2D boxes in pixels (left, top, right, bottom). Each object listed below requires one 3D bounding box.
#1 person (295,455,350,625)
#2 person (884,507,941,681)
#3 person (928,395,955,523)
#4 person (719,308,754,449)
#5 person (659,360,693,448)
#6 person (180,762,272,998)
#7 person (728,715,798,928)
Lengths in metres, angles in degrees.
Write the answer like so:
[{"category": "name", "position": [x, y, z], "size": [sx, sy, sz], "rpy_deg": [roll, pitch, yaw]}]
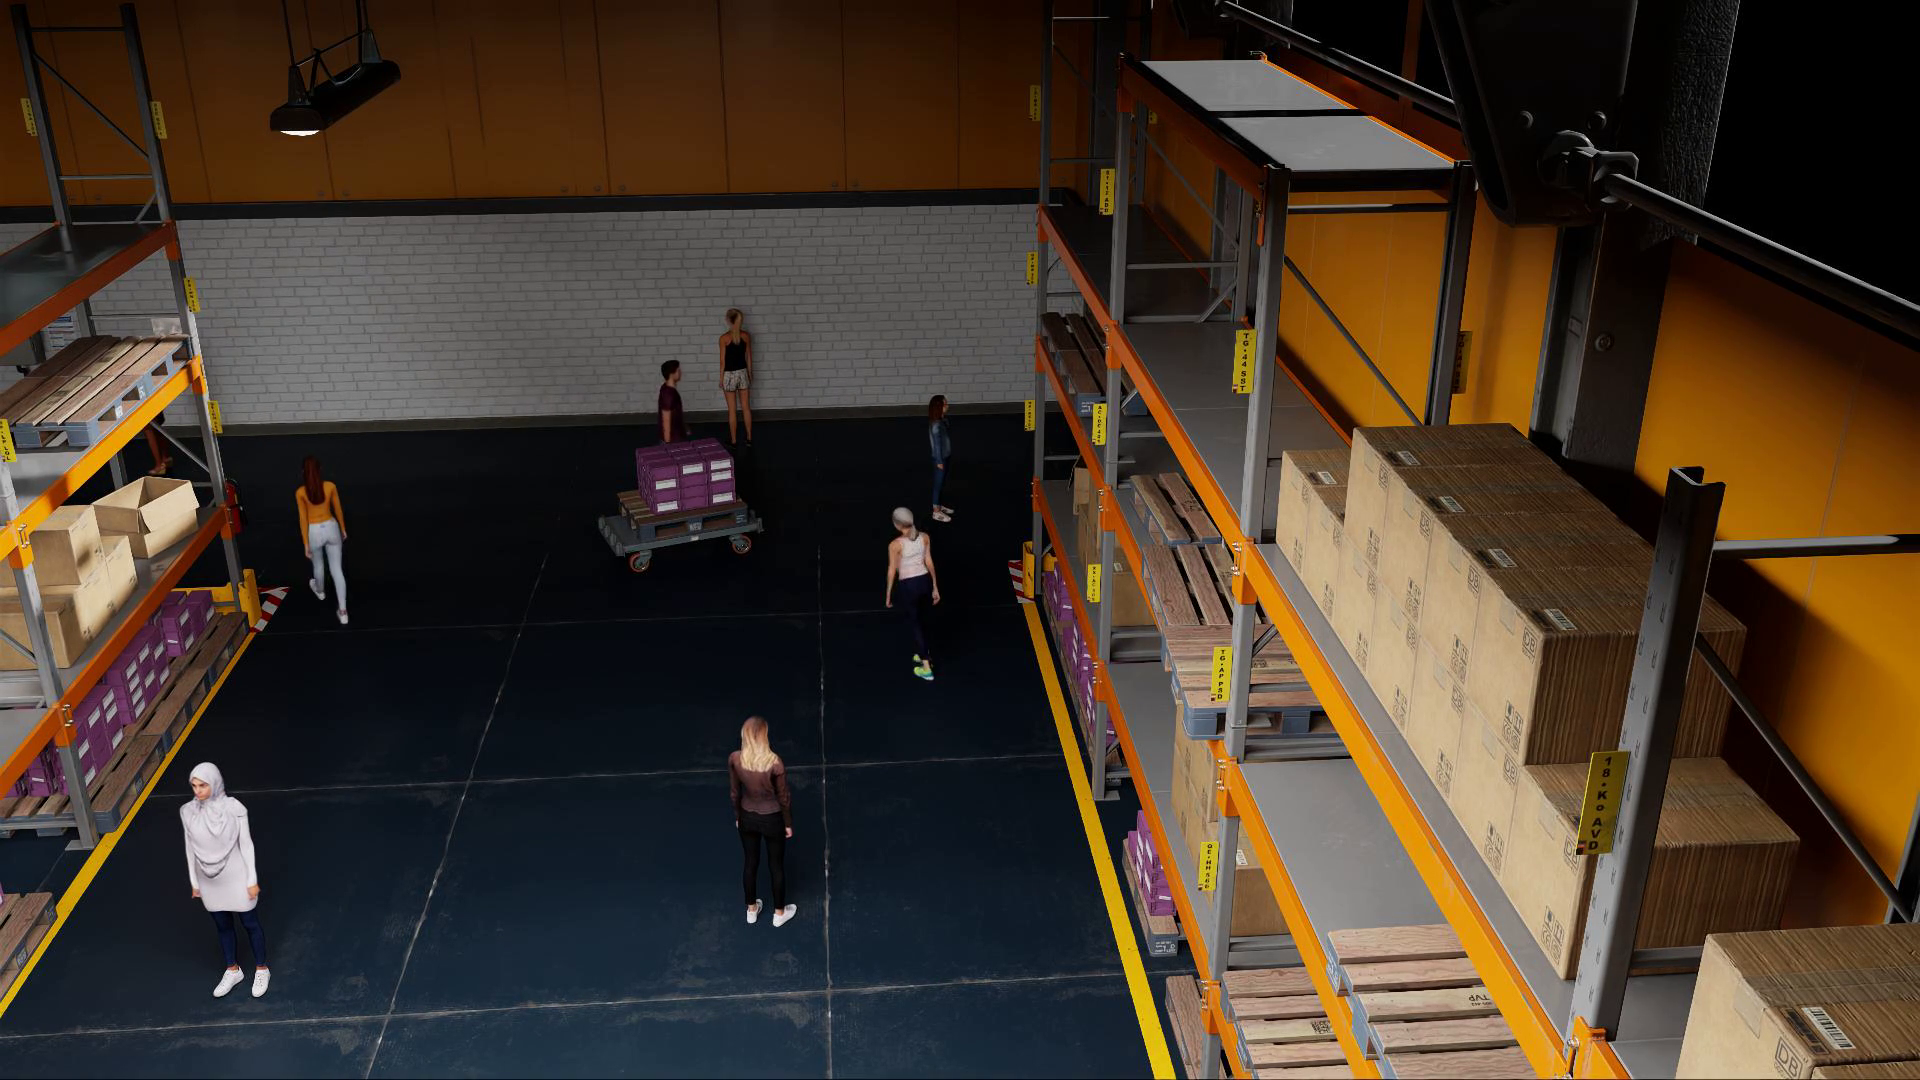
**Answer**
[{"category": "person", "position": [-6.304, 0.031, 16.567], "size": [0.992, 1.699, 1.230], "rpy_deg": [-15, 28, -31]}, {"category": "person", "position": [-0.371, 0.517, 15.494], "size": [0.777, 1.669, 0.842], "rpy_deg": [-12, 26, -25]}, {"category": "person", "position": [-0.230, -0.957, 19.106], "size": [0.662, 1.477, 0.511], "rpy_deg": [3, 24, 7]}, {"category": "person", "position": [-2.861, -2.090, 21.241], "size": [0.687, 1.843, 0.663], "rpy_deg": [-12, 26, -25]}, {"category": "person", "position": [-3.404, -1.177, 19.196], "size": [0.864, 1.808, 1.170], "rpy_deg": [-6, 24, -13]}, {"category": "person", "position": [-4.983, 2.295, 11.293], "size": [0.632, 1.776, 0.548], "rpy_deg": [0, 24, 1]}, {"category": "person", "position": [-1.433, 2.025, 12.000], "size": [0.668, 1.704, 0.630], "rpy_deg": [7, 24, 15]}]
